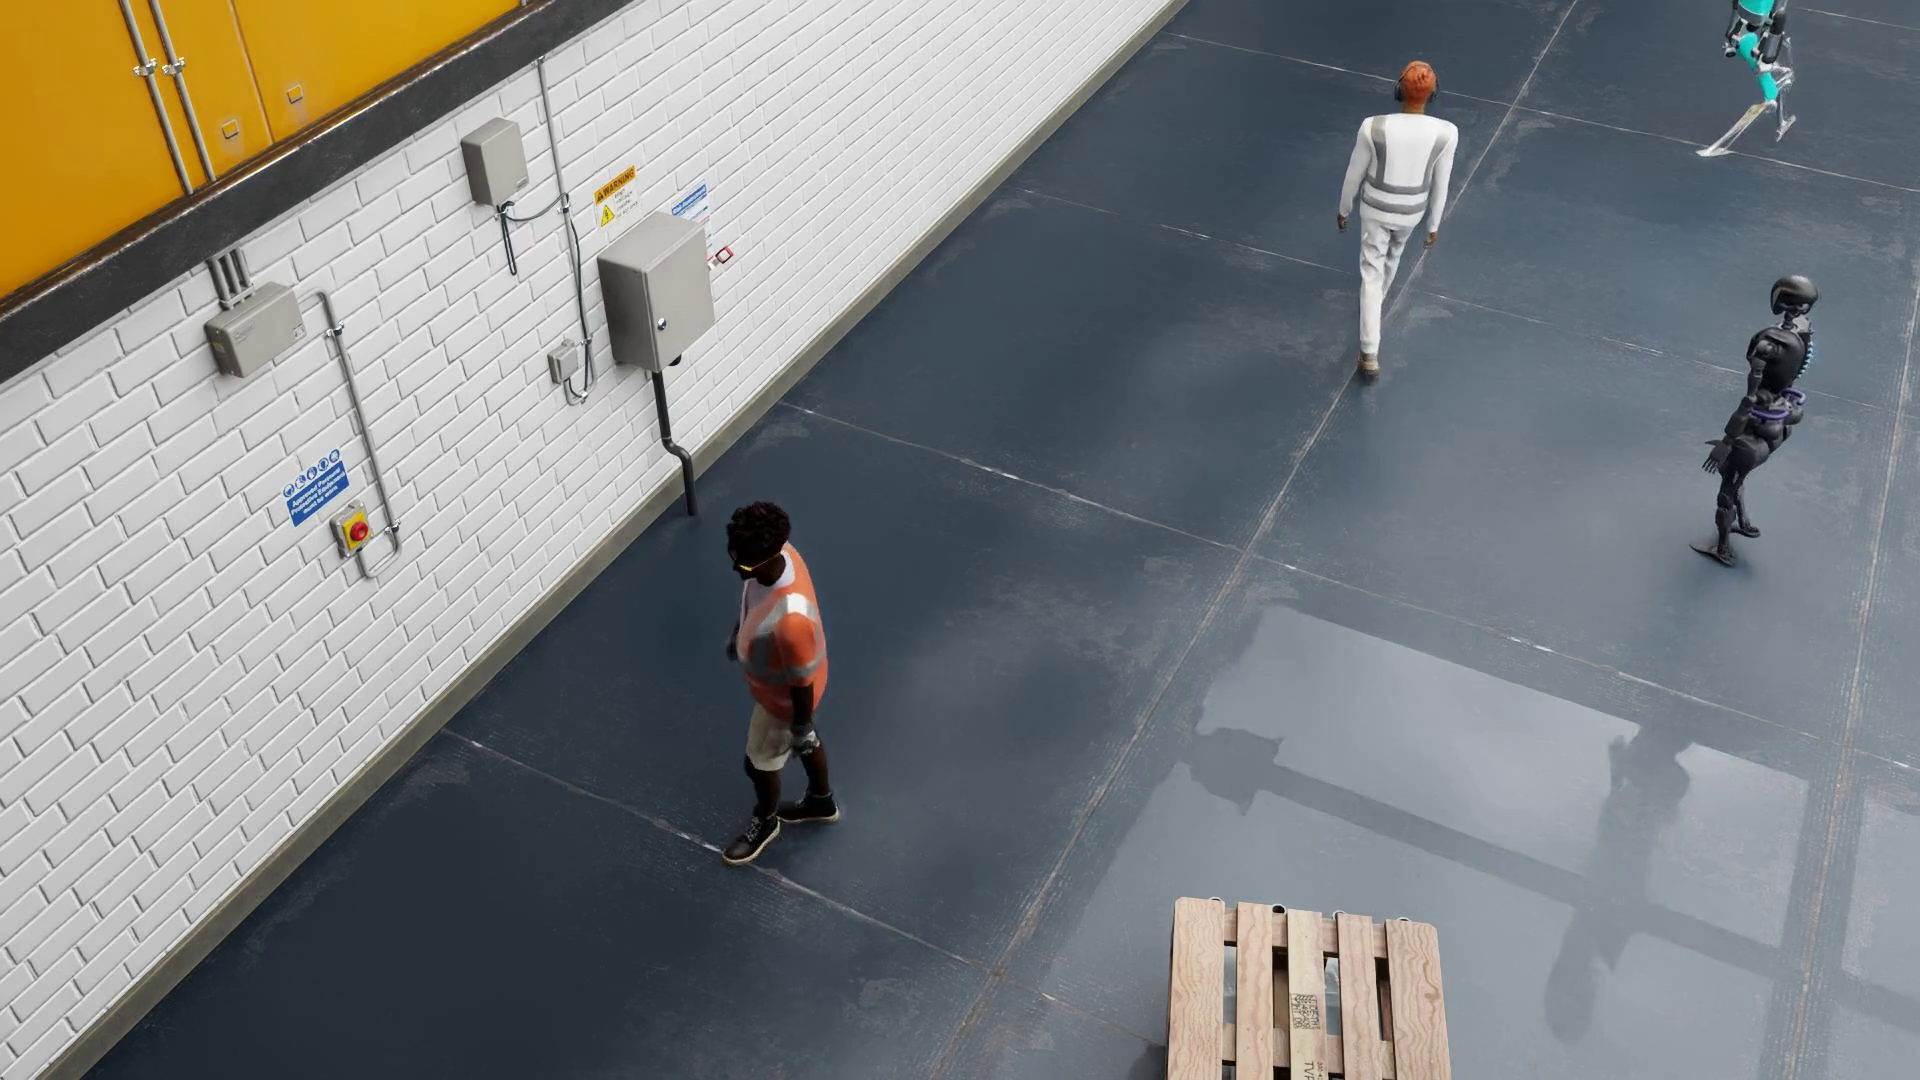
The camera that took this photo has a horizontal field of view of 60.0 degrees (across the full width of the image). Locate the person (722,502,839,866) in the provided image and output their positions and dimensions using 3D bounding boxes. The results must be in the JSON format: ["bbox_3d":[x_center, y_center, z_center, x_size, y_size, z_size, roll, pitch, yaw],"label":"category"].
[{"bbox_3d":[-0.800,0.567,6.900,0.558,1.941,0.697,-7,41,-8],"label":"person"}]

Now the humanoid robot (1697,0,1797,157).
[{"bbox_3d":[5.907,-3.579,11.872,0.947,1.766,0.547,-9,42,-10],"label":"humanoid robot"}]

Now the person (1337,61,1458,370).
[{"bbox_3d":[2.563,-1.946,9.897,0.590,1.840,0.956,3,41,3],"label":"person"}]

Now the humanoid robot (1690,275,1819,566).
[{"bbox_3d":[4.044,-0.575,8.433,0.603,1.642,0.362,-30,49,-30],"label":"humanoid robot"}]
